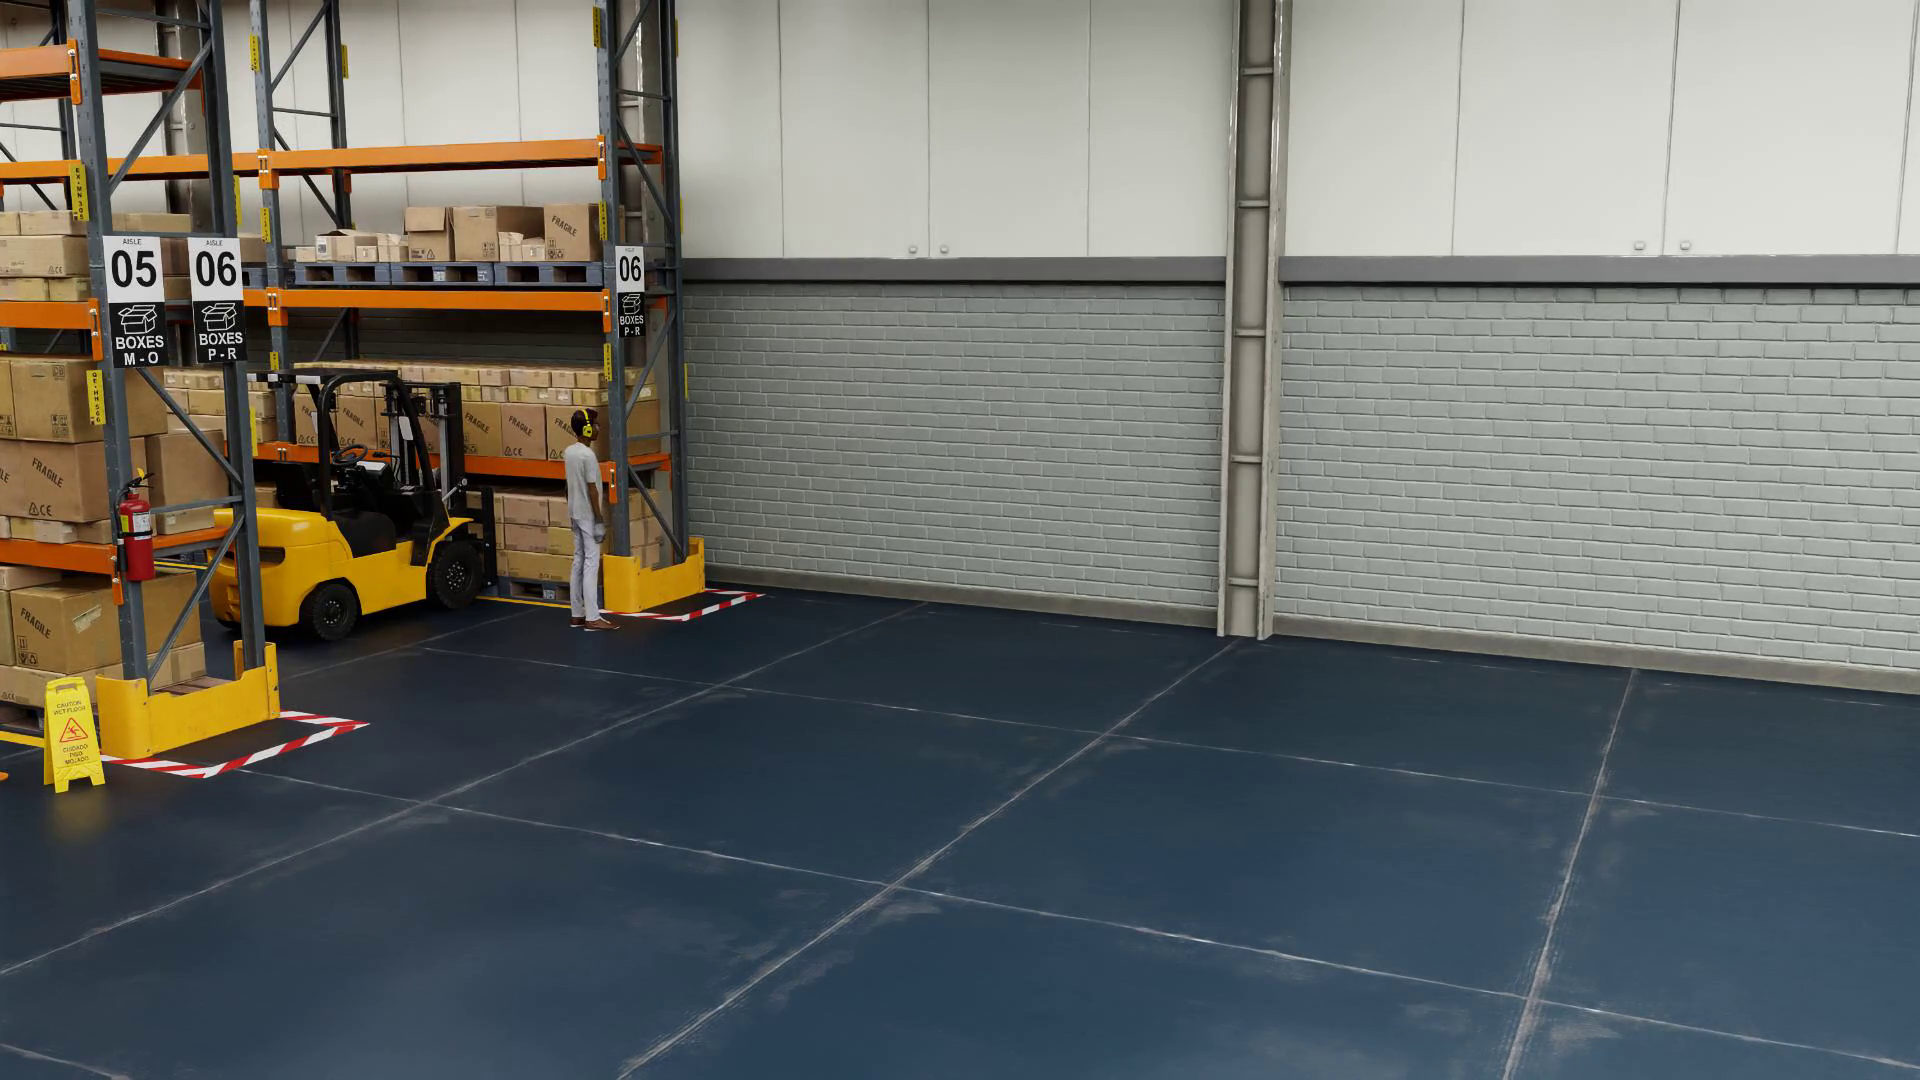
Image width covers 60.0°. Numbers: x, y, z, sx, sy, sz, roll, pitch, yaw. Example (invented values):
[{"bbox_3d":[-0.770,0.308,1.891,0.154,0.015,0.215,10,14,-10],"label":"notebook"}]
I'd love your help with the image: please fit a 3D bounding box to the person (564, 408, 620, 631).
[{"bbox_3d":[-3.131,-0.171,13.997,0.329,1.873,0.514,-8,12,-39],"label":"person"}]
